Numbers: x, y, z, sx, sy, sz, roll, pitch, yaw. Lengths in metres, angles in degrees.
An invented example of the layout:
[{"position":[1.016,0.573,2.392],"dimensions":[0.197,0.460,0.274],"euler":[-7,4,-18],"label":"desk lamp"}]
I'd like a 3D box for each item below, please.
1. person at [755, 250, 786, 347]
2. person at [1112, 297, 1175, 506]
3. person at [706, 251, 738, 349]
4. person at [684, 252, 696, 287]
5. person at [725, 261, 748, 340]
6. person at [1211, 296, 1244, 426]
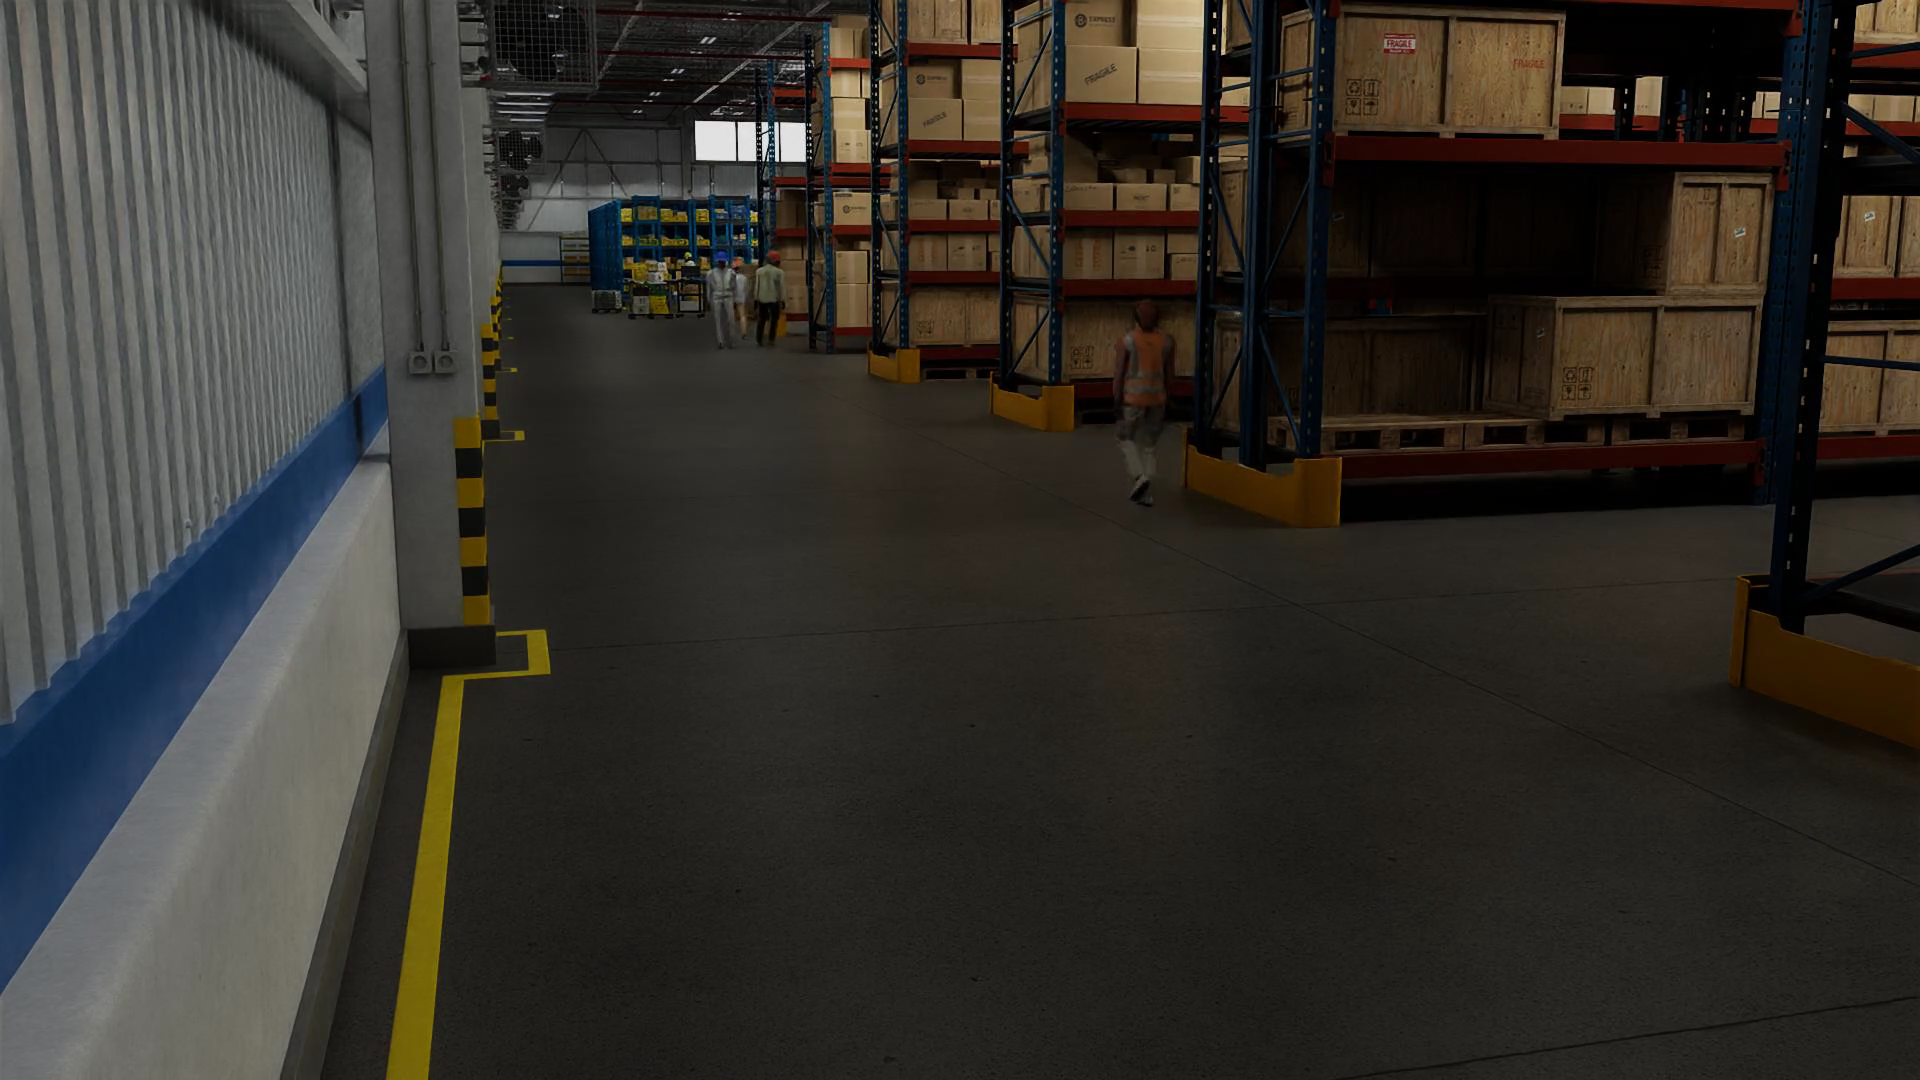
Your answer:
[{"position":[-3.834,-4.831,33.400],"dimensions":[0.667,1.948,0.531],"euler":[2,10,14],"label":"person"},{"position":[1.425,-1.068,12.955],"dimensions":[0.538,1.624,0.381],"euler":[-3,10,-16],"label":"person"},{"position":[-4.661,-4.688,32.650],"dimensions":[0.636,1.919,0.776],"euler":[-3,10,-15],"label":"person"},{"position":[-9.068,-8.710,55.657],"dimensions":[0.404,1.834,0.592],"euler":[3,11,19],"label":"person"},{"position":[-4.871,-5.208,36.205],"dimensions":[0.556,1.707,0.934],"euler":[-5,11,-25],"label":"person"},{"position":[2.875,-1.790,16.866],"dimensions":[0.920,1.690,0.508],"euler":[3,10,17],"label":"person"}]
